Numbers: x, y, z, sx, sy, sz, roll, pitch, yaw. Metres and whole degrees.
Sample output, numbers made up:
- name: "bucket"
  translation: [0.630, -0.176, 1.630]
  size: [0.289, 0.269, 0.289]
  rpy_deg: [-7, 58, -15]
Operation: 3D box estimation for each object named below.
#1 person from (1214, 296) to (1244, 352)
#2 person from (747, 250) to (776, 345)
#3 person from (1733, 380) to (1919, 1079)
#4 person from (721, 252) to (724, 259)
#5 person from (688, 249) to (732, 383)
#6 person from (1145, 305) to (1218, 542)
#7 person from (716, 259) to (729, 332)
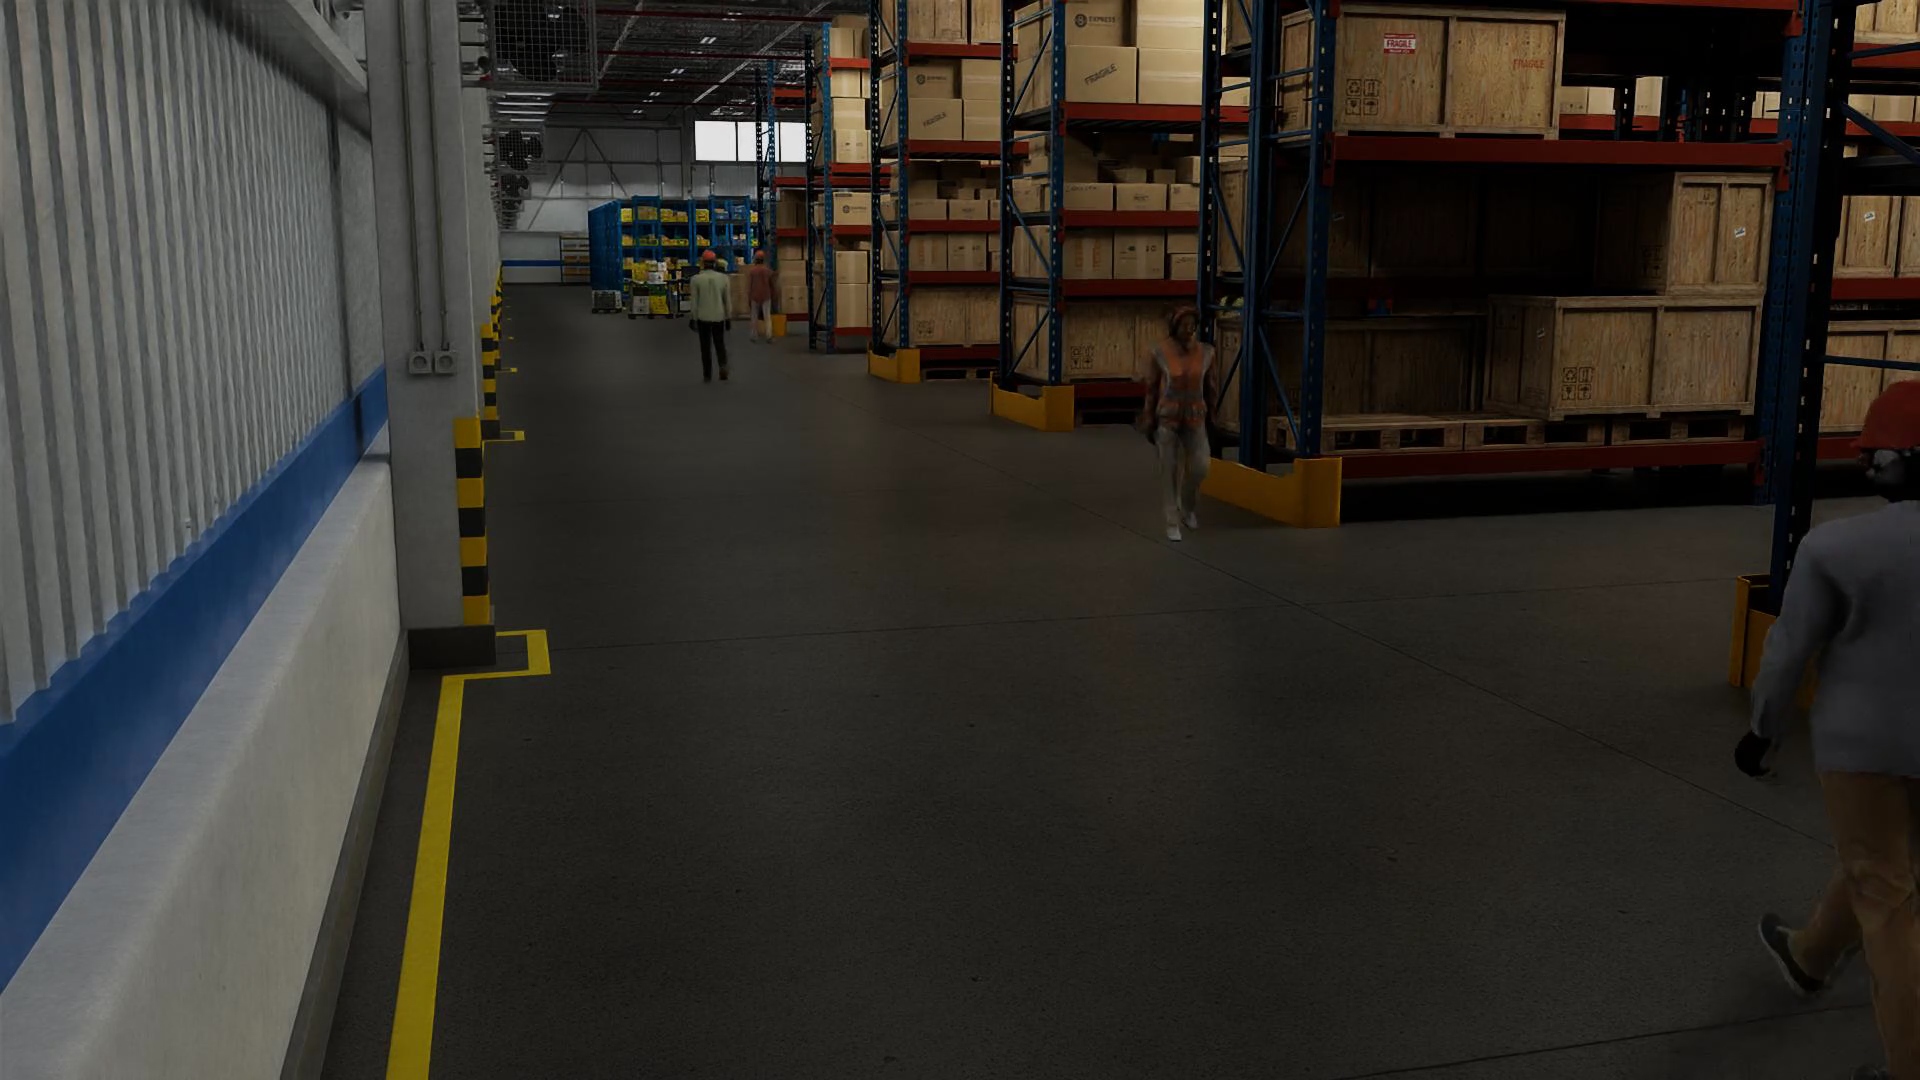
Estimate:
- name: "person"
  translation: [3.028, -2.037, 17.964]
  size: [0.924, 1.805, 0.624]
  rpy_deg: [-3, 11, -18]
- name: "person"
  translation: [-4.097, -5.021, 34.476]
  size: [0.636, 1.948, 1.023]
  rpy_deg: [-4, 11, -22]
- name: "person"
  translation: [2.233, 0.463, 4.082]
  size: [0.570, 1.699, 0.926]
  rpy_deg: [-1, 10, -7]
- name: "person"
  translation: [-8.739, -9.724, 61.411]
  size: [0.449, 1.826, 0.588]
  rpy_deg: [-4, 11, -20]
- name: "person"
  translation: [-3.715, -3.305, 24.644]
  size: [0.619, 1.982, 0.432]
  rpy_deg: [-4, 11, -24]
- name: "person"
  translation: [1.517, -0.804, 11.461]
  size: [0.527, 1.624, 0.383]
  rpy_deg: [-1, 10, -7]
- name: "person"
  translation: [-5.686, -5.723, 39.060]
  size: [0.558, 1.720, 0.755]
  rpy_deg: [3, 10, 16]
